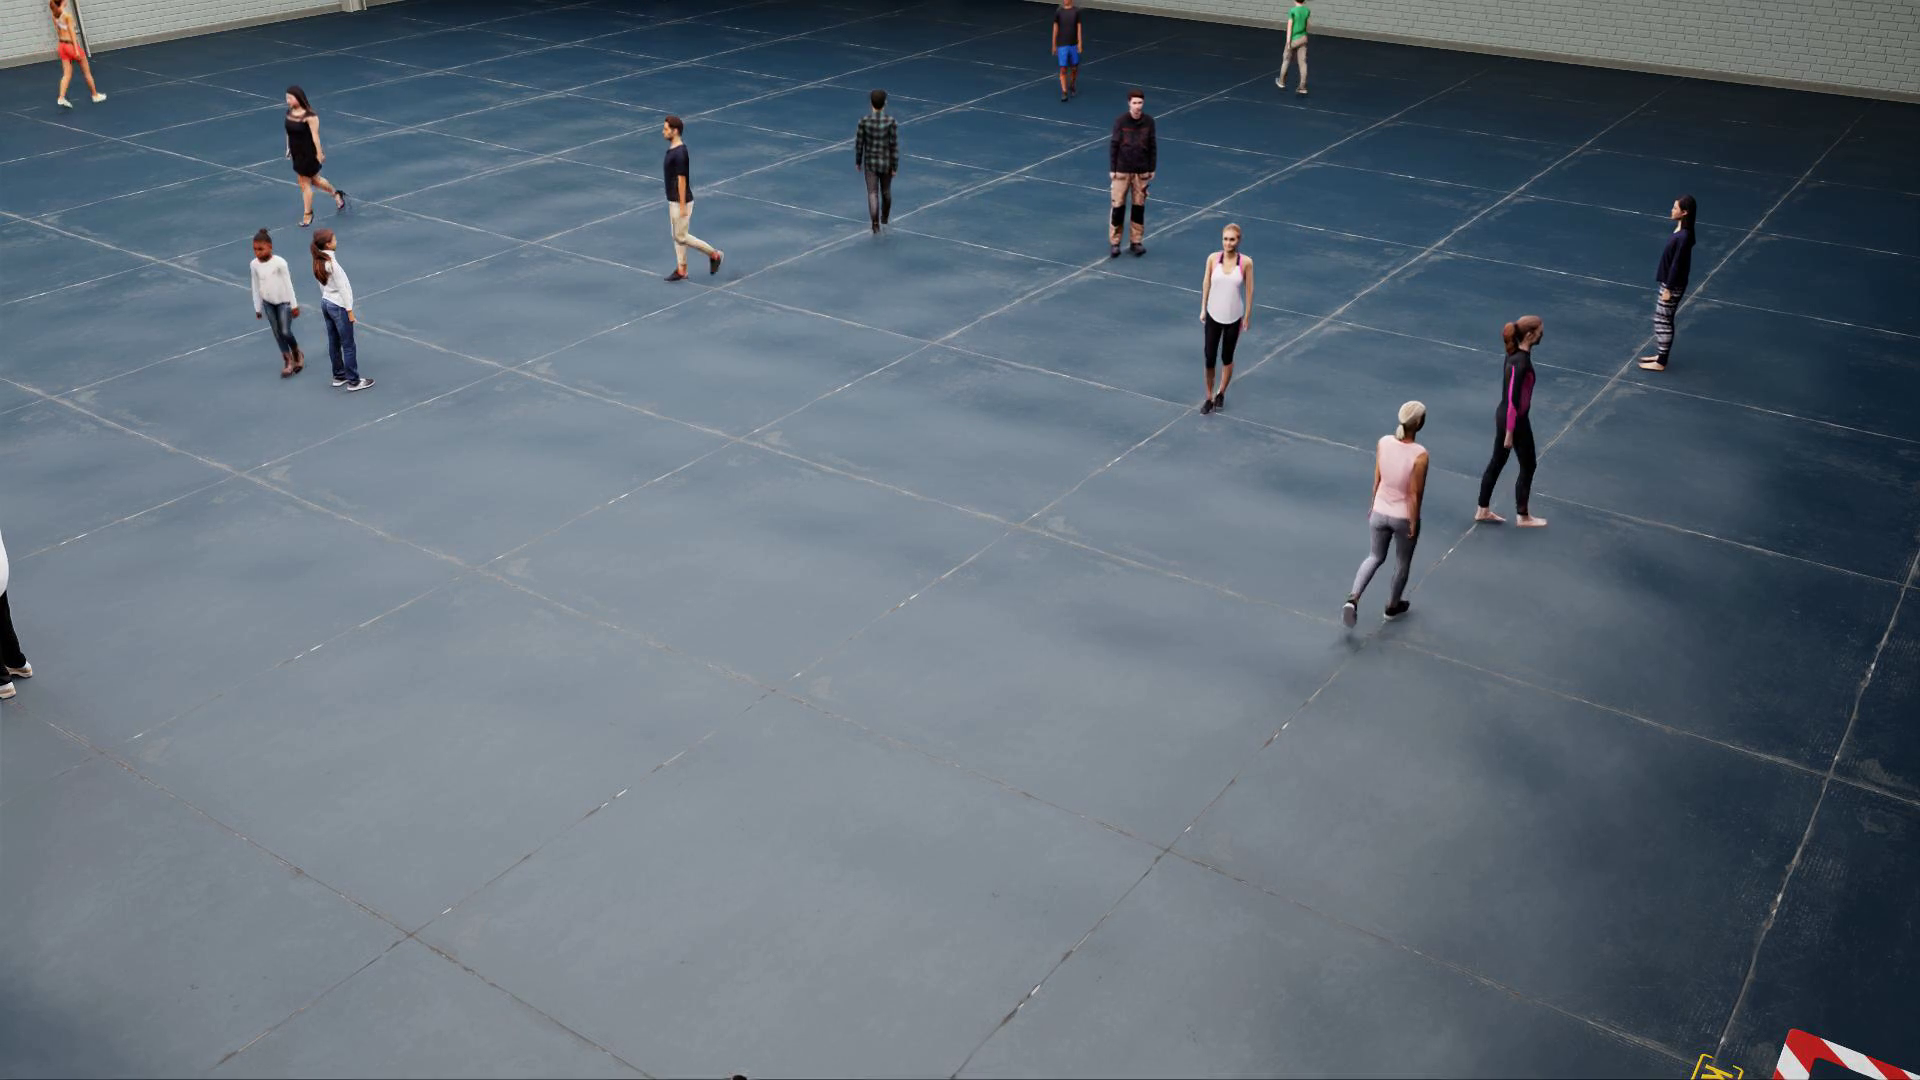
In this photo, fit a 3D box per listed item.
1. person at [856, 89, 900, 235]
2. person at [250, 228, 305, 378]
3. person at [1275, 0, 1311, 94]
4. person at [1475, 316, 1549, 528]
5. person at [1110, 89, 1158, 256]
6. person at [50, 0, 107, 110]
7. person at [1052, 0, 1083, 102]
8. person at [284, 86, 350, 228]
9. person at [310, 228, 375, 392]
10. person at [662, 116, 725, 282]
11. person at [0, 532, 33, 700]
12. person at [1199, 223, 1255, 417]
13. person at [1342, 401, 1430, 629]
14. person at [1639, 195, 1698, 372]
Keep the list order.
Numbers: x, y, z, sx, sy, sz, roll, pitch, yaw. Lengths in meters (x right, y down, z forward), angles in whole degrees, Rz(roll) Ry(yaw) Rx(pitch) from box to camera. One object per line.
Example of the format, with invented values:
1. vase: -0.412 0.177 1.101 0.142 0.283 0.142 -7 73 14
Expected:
1. person: -0.990 -4.472 19.794 1.095 1.687 1.193 -1 27 -2
2. person: -6.536 -2.300 16.019 0.653 1.449 0.683 4 27 7
3. person: 5.534 -8.067 27.045 1.092 1.607 1.098 -7 28 -13
4. person: 4.246 -0.922 13.028 0.862 1.736 0.840 2 27 5
5. person: 2.000 -4.294 19.376 0.812 1.921 0.849 -2 27 -4
6. person: -14.002 -7.630 26.045 0.815 1.746 1.231 9 29 17
7. person: 1.728 -7.955 26.631 0.763 1.787 0.794 3 27 5
8. person: -7.990 -4.745 20.512 0.668 1.682 1.033 19 33 33
9. person: -5.883 -2.184 15.673 0.520 1.559 0.514 18 32 31
10. person: -3.008 -3.757 18.417 1.039 1.843 0.940 -8 28 -15
11. person: -6.441 0.234 10.837 0.823 1.688 0.729 1 27 1
12. person: 2.438 -2.044 15.168 0.753 1.772 0.862 9 29 18
13. person: 2.972 -0.145 11.551 0.646 1.707 0.994 24 36 39
14. person: 6.905 -2.492 16.083 0.700 1.731 0.521 11 29 20
